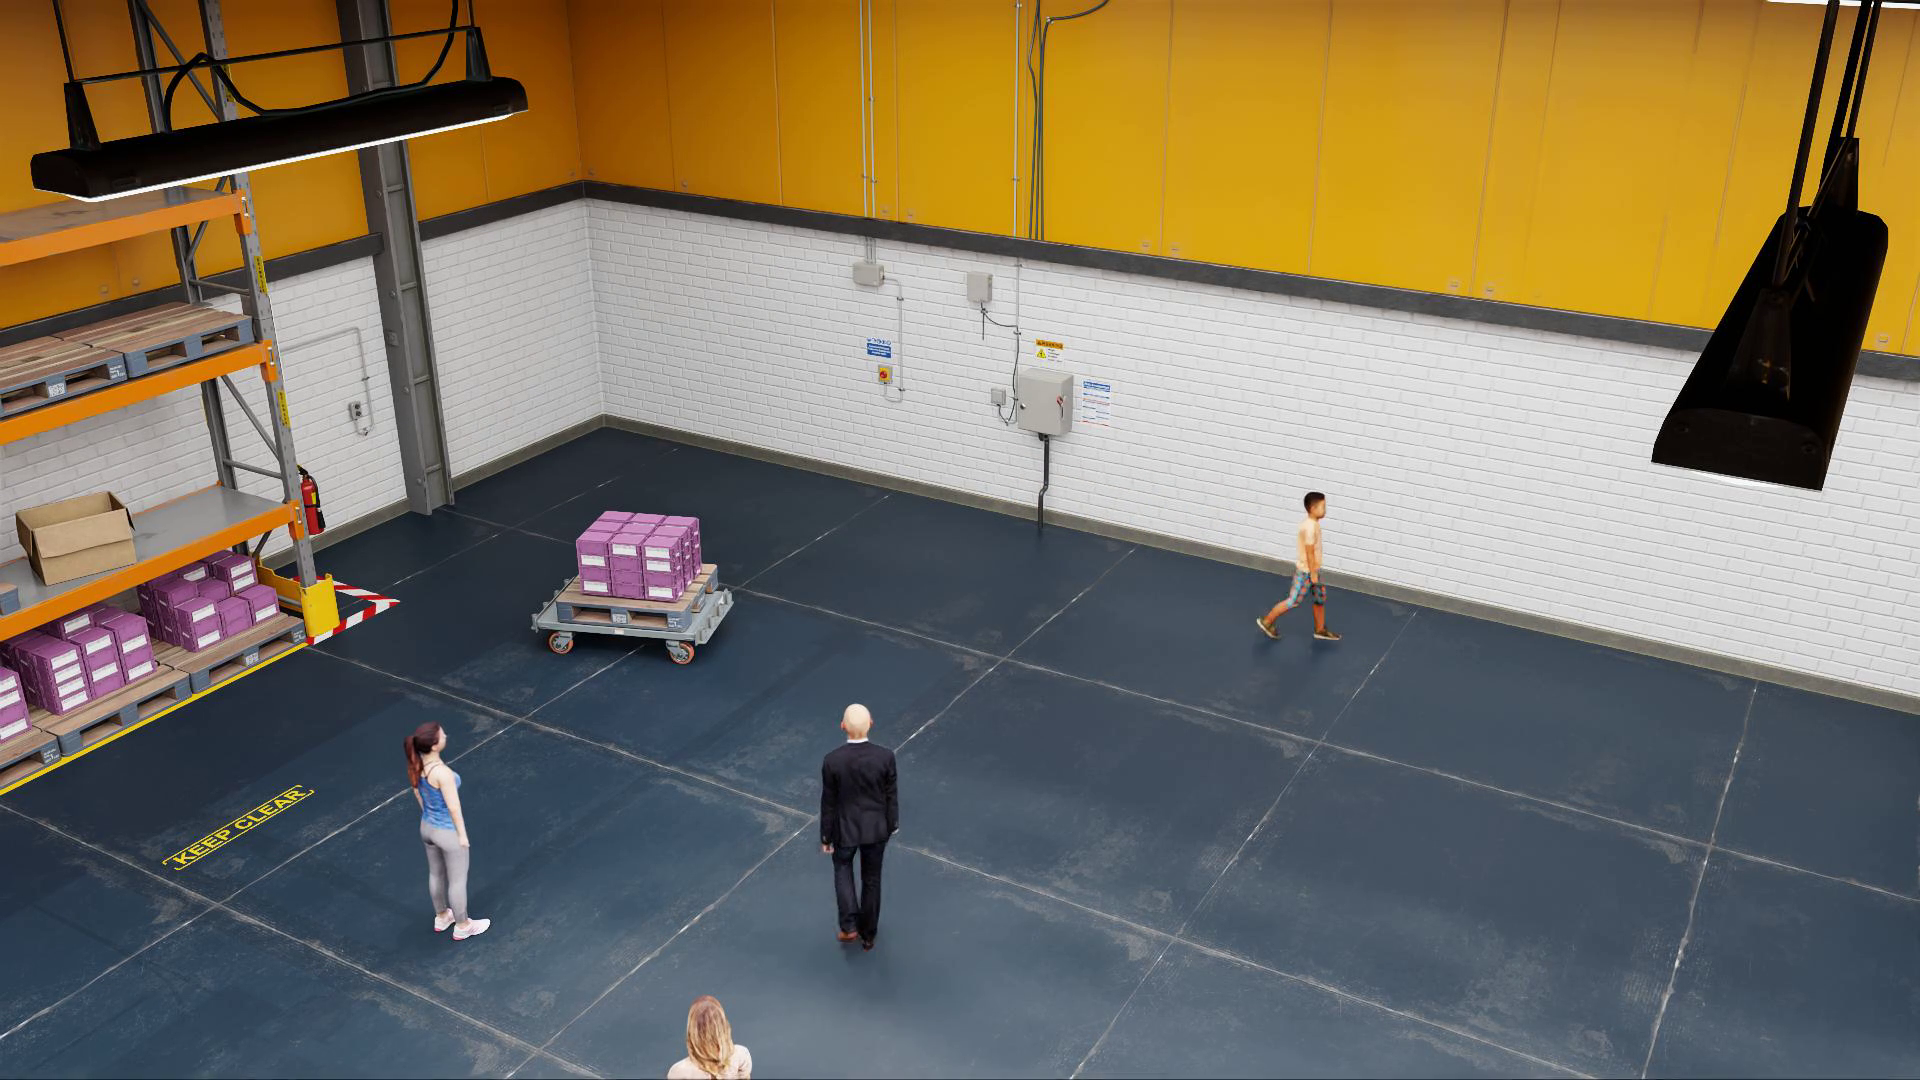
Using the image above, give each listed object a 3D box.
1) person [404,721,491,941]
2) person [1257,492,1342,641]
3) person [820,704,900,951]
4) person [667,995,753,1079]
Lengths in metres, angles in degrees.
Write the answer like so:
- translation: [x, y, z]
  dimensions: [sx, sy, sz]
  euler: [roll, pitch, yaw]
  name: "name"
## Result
- translation: [-3.441, 1.923, 11.071]
  dimensions: [0.581, 1.610, 0.566]
  euler: [16, 28, 33]
  name: "person"
- translation: [3.080, 0.259, 15.086]
  dimensions: [0.715, 1.443, 0.960]
  euler: [8, 25, 17]
  name: "person"
- translation: [-0.638, 1.923, 10.845]
  dimensions: [0.814, 1.790, 0.855]
  euler: [-3, 24, -7]
  name: "person"
- translation: [-1.214, 3.027, 8.270]
  dimensions: [0.626, 1.830, 0.709]
  euler: [-9, 25, -19]
  name: "person"
